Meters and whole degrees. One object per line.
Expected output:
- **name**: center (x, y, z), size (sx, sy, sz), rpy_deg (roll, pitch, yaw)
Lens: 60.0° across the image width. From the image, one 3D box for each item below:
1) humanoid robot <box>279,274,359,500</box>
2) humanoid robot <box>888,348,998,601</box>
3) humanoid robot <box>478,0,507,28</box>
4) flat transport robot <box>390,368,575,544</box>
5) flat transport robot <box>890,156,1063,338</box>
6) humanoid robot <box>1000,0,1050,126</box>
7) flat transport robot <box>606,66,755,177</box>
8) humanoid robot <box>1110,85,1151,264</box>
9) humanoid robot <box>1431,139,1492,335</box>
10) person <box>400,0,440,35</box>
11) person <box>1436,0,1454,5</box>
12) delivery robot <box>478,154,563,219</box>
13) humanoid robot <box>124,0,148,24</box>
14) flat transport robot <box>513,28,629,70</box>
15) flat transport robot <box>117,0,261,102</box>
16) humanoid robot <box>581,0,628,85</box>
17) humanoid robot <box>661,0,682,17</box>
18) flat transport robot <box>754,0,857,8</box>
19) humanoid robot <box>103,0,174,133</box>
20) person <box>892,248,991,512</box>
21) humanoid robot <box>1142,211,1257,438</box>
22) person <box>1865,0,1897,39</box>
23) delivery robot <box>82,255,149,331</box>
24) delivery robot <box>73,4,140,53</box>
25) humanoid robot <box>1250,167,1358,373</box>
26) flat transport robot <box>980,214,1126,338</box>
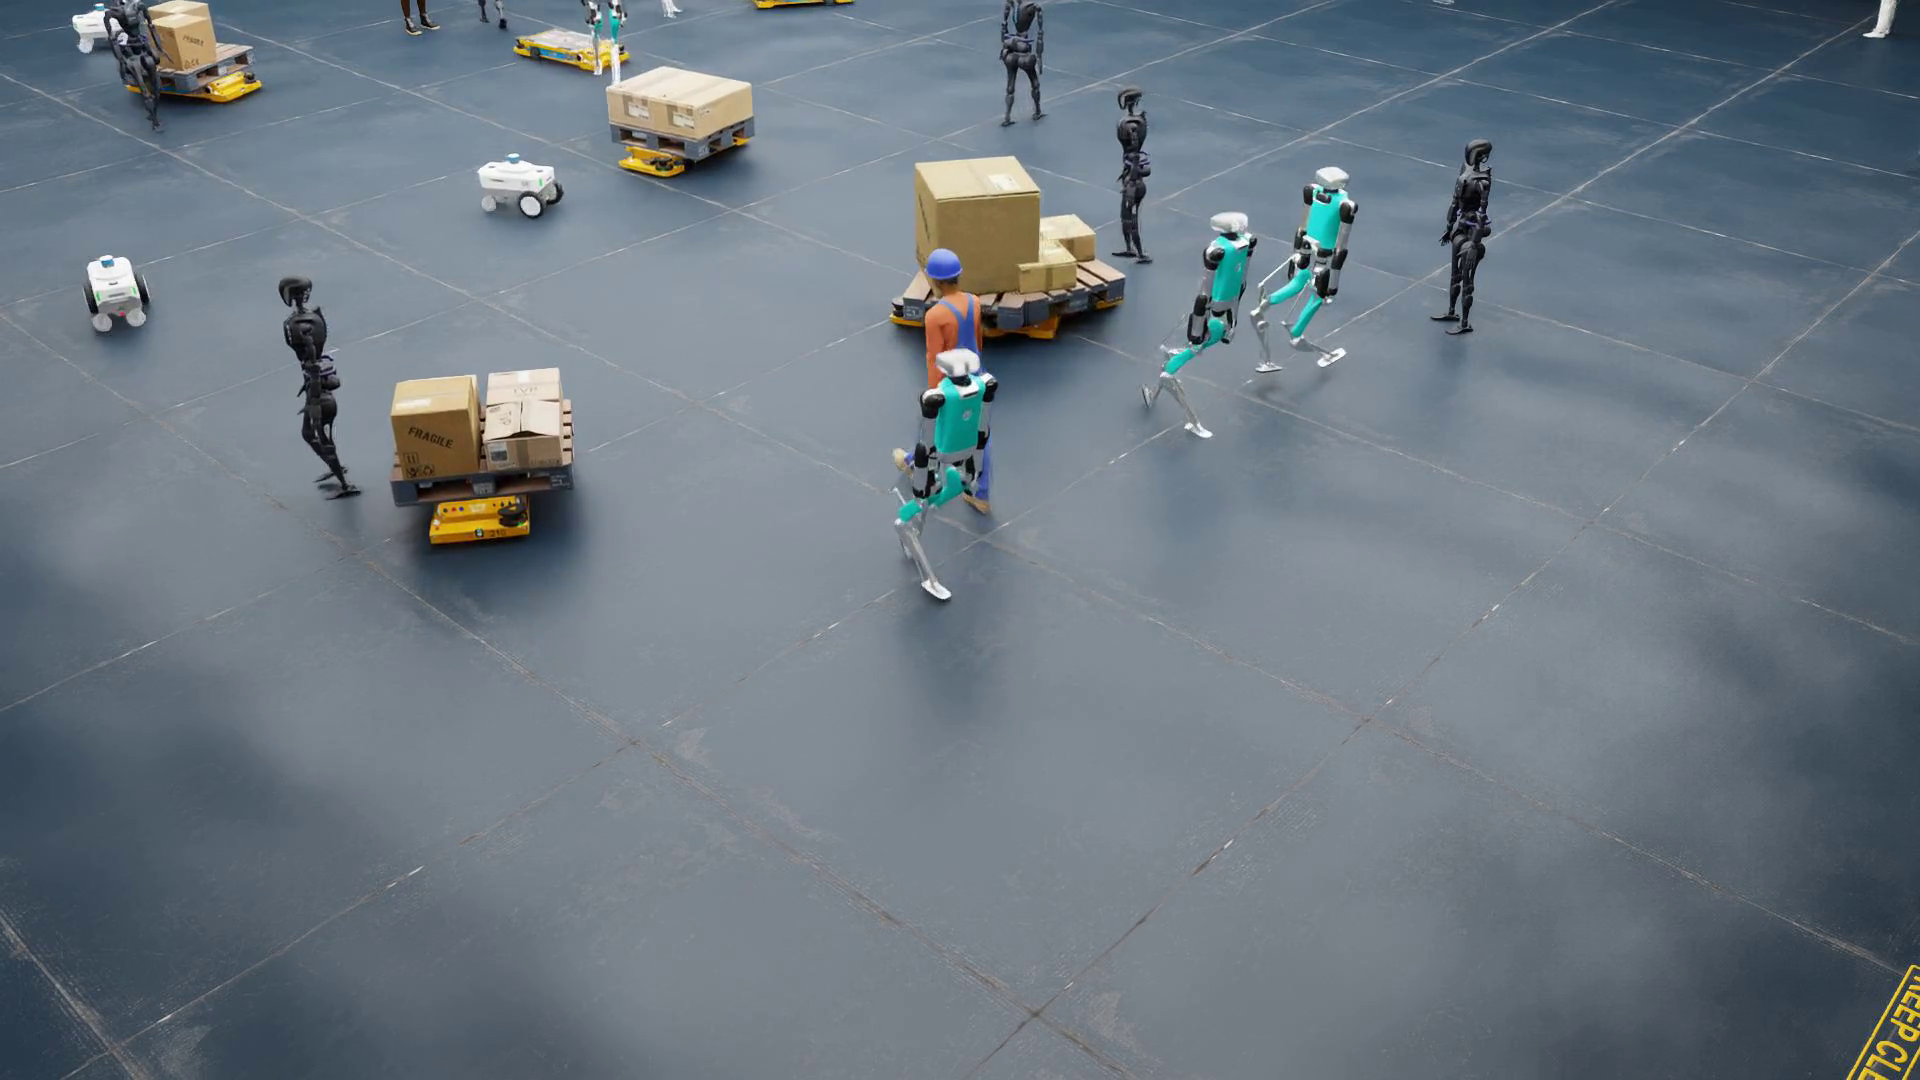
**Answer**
- **humanoid robot**: center (-4.459, -1.041, 11.491), size (0.351, 1.657, 0.593), rpy_deg (-13, 34, -21)
- **humanoid robot**: center (-0.215, -0.458, 10.542), size (0.548, 1.828, 0.911), rpy_deg (-22, 38, -31)
- **humanoid robot**: center (-6.384, -7.710, 22.276), size (0.593, 1.631, 0.754), rpy_deg (-13, 34, -20)
- **flat transport robot**: center (-3.353, -0.441, 11.864), size (0.659, 0.231, 1.431), rpy_deg (-6, 32, -10)
- **flat transport robot**: center (0.159, -2.006, 14.385), size (1.431, 0.231, 0.659), rpy_deg (7, 33, 11)
- **humanoid robot**: center (0.717, -5.528, 18.737), size (0.614, 1.637, 0.627), rpy_deg (23, 39, 32)
- **flat transport robot**: center (-2.973, -4.259, 18.013), size (0.659, 0.231, 1.431), rpy_deg (18, 36, 26)
- **humanoid robot**: center (1.571, -3.328, 15.198), size (0.445, 1.652, 0.606), rpy_deg (-1, 32, -2)
- **humanoid robot**: center (4.233, -2.541, 13.900), size (0.315, 1.655, 0.599), rpy_deg (-4, 32, -7)
- **person**: center (-7.269, -7.715, 21.969), size (0.367, 1.966, 0.602), rpy_deg (20, 37, 29)
- **person**: center (6.609, -8.502, 23.428), size (0.548, 1.763, 0.946), rpy_deg (-23, 38, -32)
- **delivery robot**: center (-4.394, -3.541, 16.602), size (0.814, 0.612, 0.499), rpy_deg (7, 33, 11)
- **humanoid robot**: center (-11.247, -7.740, 22.241), size (0.538, 1.799, 0.785), rpy_deg (-19, 37, -28)
- **flat transport robot**: center (-4.980, -6.277, 21.261), size (1.431, 0.231, 0.659), rpy_deg (20, 37, 29)
- **flat transport robot**: center (-9.236, -5.519, 20.041), size (1.431, 0.231, 0.659), rpy_deg (10, 33, 15)
- **humanoid robot**: center (-4.351, -6.394, 20.093), size (0.571, 1.783, 0.960), rpy_deg (-12, 34, -19)
- **humanoid robot**: center (-4.070, -8.082, 22.789), size (0.674, 1.813, 0.535), rpy_deg (19, 37, 28)
- **flat transport robot**: center (-2.217, -7.799, 23.713), size (1.431, 0.231, 0.659), rpy_deg (-8, 33, -12)
- **humanoid robot**: center (-9.145, -5.415, 18.566), size (0.589, 1.653, 0.606), rpy_deg (21, 38, 30)
- **person**: center (-0.105, -1.148, 11.494), size (0.566, 1.852, 0.975), rpy_deg (-23, 39, -33)
- **humanoid robot**: center (1.689, -1.656, 12.469), size (0.910, 1.806, 0.558), rpy_deg (27, 41, 36)
- **person**: center (12.279, -7.429, 21.817), size (0.309, 1.634, 0.534), rpy_deg (26, 40, 35)
- **delivery robot**: center (-7.310, -2.171, 14.379), size (0.505, 0.595, 0.766), rpy_deg (-16, 35, -24)
- **delivery robot**: center (-11.085, -6.656, 21.589), size (0.774, 0.581, 0.499), rpy_deg (-11, 33, -17)
- **humanoid robot**: center (2.665, -2.029, 13.064), size (1.054, 1.753, 0.547), rpy_deg (-18, 36, -26)
- **flat transport robot**: center (0.668, -2.114, 14.557), size (1.431, 0.231, 0.659), rpy_deg (-18, 36, -27)
